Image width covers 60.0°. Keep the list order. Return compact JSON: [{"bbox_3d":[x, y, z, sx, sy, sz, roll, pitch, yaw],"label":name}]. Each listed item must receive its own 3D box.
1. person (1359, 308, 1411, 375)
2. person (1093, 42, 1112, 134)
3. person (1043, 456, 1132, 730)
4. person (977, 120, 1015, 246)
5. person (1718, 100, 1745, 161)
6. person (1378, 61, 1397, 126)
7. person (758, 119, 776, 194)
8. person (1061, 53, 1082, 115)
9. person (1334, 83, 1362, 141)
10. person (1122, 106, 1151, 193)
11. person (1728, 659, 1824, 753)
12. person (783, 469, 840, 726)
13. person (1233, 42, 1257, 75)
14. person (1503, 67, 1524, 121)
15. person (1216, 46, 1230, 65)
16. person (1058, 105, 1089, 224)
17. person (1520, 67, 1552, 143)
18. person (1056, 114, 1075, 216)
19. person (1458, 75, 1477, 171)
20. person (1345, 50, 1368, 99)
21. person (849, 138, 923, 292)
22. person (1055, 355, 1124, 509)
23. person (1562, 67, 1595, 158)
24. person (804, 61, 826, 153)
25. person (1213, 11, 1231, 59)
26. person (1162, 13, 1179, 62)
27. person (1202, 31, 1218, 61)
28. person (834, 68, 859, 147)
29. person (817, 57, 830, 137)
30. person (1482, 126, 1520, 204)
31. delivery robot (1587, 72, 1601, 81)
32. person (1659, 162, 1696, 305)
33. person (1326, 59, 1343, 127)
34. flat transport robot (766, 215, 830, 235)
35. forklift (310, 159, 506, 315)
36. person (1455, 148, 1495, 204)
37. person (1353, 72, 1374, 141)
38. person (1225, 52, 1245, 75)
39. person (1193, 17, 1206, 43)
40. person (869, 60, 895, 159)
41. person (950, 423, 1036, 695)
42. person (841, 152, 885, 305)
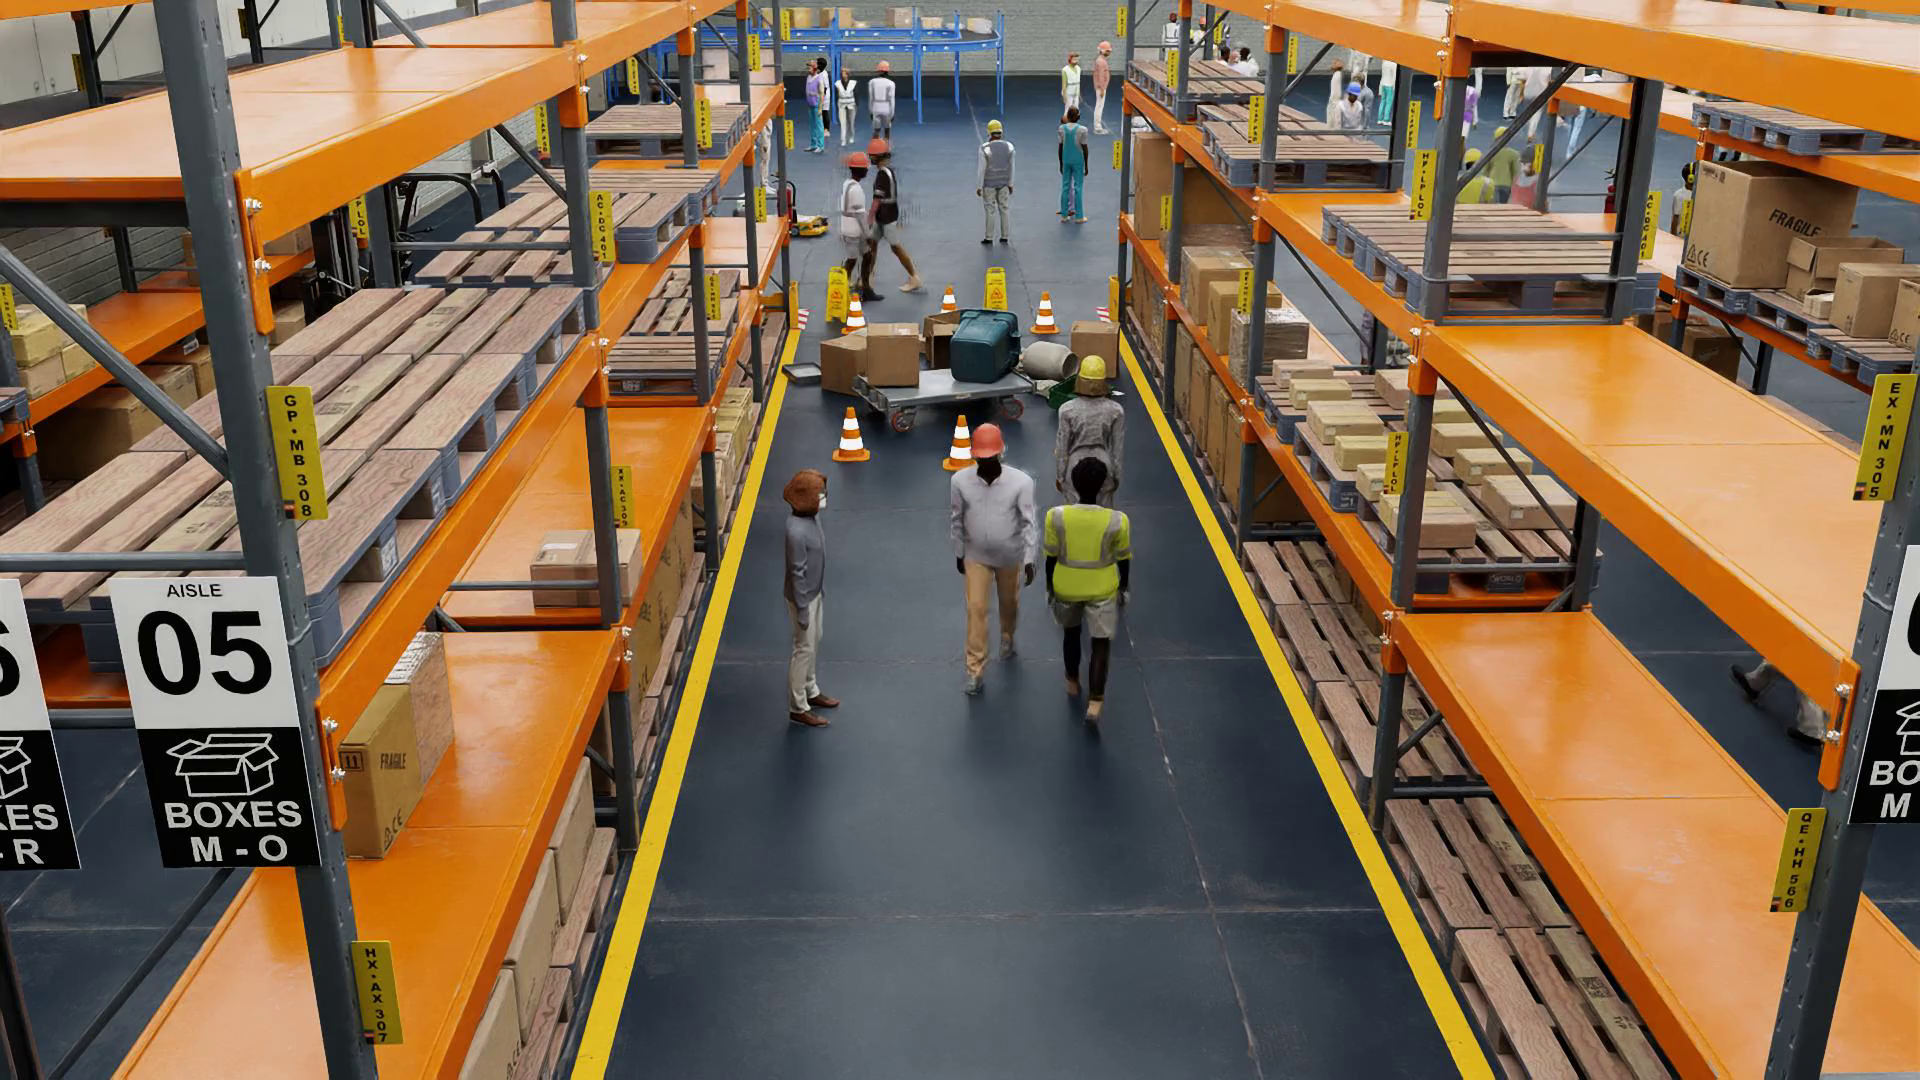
[{"bbox_3d":[3.847,-1.624,14.784,0.602,1.941,0.402,3,21,8],"label":"person"},{"bbox_3d":[3.169,-10.055,36.998,0.400,1.989,0.623,1,21,2],"label":"person"},{"bbox_3d":[0.761,0.304,10.066,0.538,1.670,0.790,4,21,11],"label":"person"},{"bbox_3d":[0.516,-5.272,24.582,0.603,1.828,0.404,-9,23,-24],"label":"person"},{"bbox_3d":[13.977,-7.269,30.075,0.616,1.658,0.604,0,21,0],"label":"person"},{"bbox_3d":[9.950,-10.492,38.481,0.331,1.760,0.527,-8,22,-19],"label":"person"},{"bbox_3d":[-3.403,-6.966,29.176,0.282,1.746,0.493,-1,21,-1],"label":"person"},{"bbox_3d":[2.410,-9.663,36.189,0.401,1.830,0.580,17,27,38],"label":"person"},{"bbox_3d":[6.787,-7.017,29.092,0.614,1.904,0.811,-8,22,-20],"label":"person"},{"bbox_3d":[3.099,-7.065,29.264,0.574,1.876,0.349,-9,22,-22],"label":"person"},{"bbox_3d":[4.981,0.300,9.906,0.619,1.782,0.941,-6,22,-15],"label":"person"},{"bbox_3d":[-0.918,0.342,10.032,0.285,1.622,0.512,2,21,6],"label":"person"},{"bbox_3d":[6.232,-10.046,36.908,0.781,2.000,0.716,-15,25,-34],"label":"person"},{"bbox_3d":[13.149,-10.852,39.330,0.599,1.827,0.403,-14,25,-33],"label":"person"},{"bbox_3d":[5.757,-9.928,36.785,0.399,1.909,0.599,-6,22,-17],"label":"person"},{"bbox_3d":[1.796,-5.946,26.343,0.508,1.847,0.345,10,23,24],"label":"person"},{"bbox_3d":[12.366,-9.585,35.688,0.689,2.000,0.968,13,24,31],"label":"person"},{"bbox_3d":[1.751,-6.075,26.994,0.284,1.628,0.504,-4,21,-11],"label":"person"},{"bbox_3d":[9.625,-8.064,31.855,0.559,1.913,0.746,12,24,30],"label":"person"},{"bbox_3d":[10.422,-12.331,43.416,0.506,1.687,0.891,-15,26,-35],"label":"person"},{"bbox_3d":[-0.952,-4.177,21.480,1.025,1.990,0.592,-1,21,-2],"label":"person"},{"bbox_3d":[0.931,-0.482,12.056,0.495,1.736,0.322,-3,21,-7],"label":"person"},{"bbox_3d":[12.453,-8.669,33.517,0.597,1.871,0.993,15,25,34],"label":"person"},{"bbox_3d":[-2.966,-8.889,34.131,0.390,1.838,0.563,-15,25,-34],"label":"person"},{"bbox_3d":[7.395,-14.061,47.515,0.609,2.044,0.395,4,21,11],"label":"person"},{"bbox_3d":[6.249,-14.572,49.089,0.585,1.881,0.337,10,23,25],"label":"person"},{"bbox_3d":[6.150,-11.767,41.601,0.545,1.938,0.359,3,21,7],"label":"person"},{"bbox_3d":[-2.393,-9.191,35.257,0.523,1.605,0.820,0,21,1],"label":"person"},{"bbox_3d":[-3.012,-9.720,36.525,0.317,1.696,0.539,-4,21,-10],"label":"person"},{"bbox_3d":[7.992,-5.235,24.638,0.528,1.716,0.850,4,21,11],"label":"person"},{"bbox_3d":[17.360,-12.564,45.500,0.477,0.478,0.707,3,21,7],"label":"delivery robot"},{"bbox_3d":[8.777,-3.640,20.209,0.315,1.873,0.532,18,27,39],"label":"person"},{"bbox_3d":[8.340,-9.884,37.086,0.524,1.597,0.557,5,21,12],"label":"person"},{"bbox_3d":[-2.792,-4.889,25.739,1.431,0.197,0.652,3,21,9],"label":"flat transport robot"},{"bbox_3d":[-5.622,-2.910,17.832,2.313,2.155,1.214,-1,21,-1],"label":"forklift"},{"bbox_3d":[6.417,-3.993,21.080,0.601,1.912,0.493,6,22,17],"label":"person"},{"bbox_3d":[7.382,-7.686,30.831,0.381,1.929,0.636,-8,22,-20],"label":"person"},{"bbox_3d":[5.806,-9.416,35.439,0.639,1.901,0.406,13,24,31],"label":"person"},{"bbox_3d":[6.526,-13.036,44.808,0.613,2.041,0.393,-19,28,-41],"label":"person"},{"bbox_3d":[-1.559,-8.525,33.048,0.555,1.923,0.584,6,21,15],"label":"person"},{"bbox_3d":[0.215,0.060,10.663,0.569,1.714,0.885,3,21,9],"label":"person"},{"bbox_3d":[-1.210,-3.856,20.721,0.743,1.910,0.559,-3,21,-7],"label":"person"}]
